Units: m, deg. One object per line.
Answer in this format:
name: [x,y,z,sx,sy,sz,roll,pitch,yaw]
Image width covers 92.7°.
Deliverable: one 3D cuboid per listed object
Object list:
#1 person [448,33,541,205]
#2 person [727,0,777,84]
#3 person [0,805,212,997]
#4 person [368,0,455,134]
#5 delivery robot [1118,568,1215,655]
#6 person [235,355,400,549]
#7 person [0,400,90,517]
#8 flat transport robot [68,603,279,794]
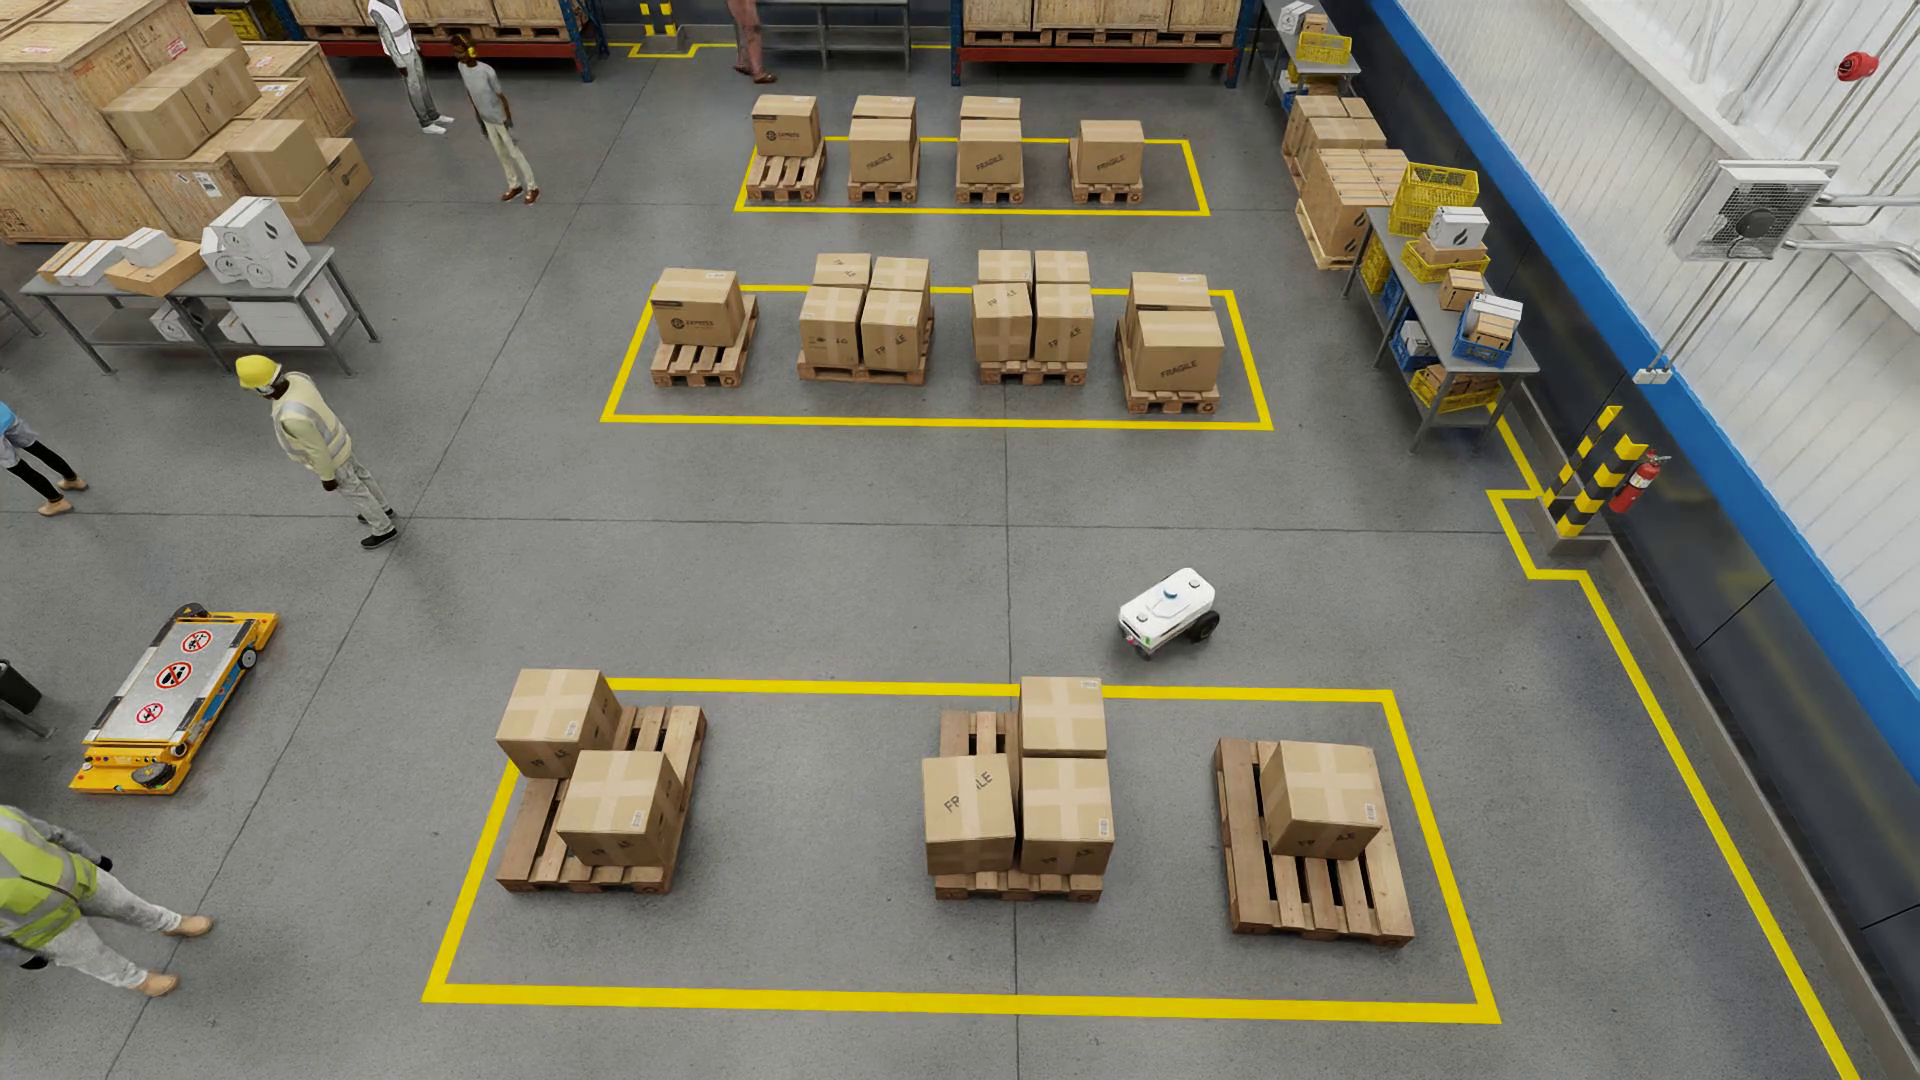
person: [-5.218,-4.663,10.271,0.563,1.854,0.408,18,52,15]
person: [-2.912,-7.122,12.326,0.621,1.888,0.718,-18,52,-14]
person: [-4.682,1.885,4.739,0.428,1.835,0.628,3,50,3]
person: [-6.939,-6.078,11.429,0.386,1.912,0.591,-1,50,-1]
delivery robot: [1.500,0.502,6.680,0.707,0.478,0.477,-29,55,-22]
person: [-4.789,-0.659,6.897,0.403,1.822,0.587,-19,52,-15]
person: [-7.598,-0.874,7.163,0.319,1.693,0.532,-3,50,-2]
flat transport robot: [-5.504,1.072,6.442,0.652,0.197,1.431,1,50,1]
